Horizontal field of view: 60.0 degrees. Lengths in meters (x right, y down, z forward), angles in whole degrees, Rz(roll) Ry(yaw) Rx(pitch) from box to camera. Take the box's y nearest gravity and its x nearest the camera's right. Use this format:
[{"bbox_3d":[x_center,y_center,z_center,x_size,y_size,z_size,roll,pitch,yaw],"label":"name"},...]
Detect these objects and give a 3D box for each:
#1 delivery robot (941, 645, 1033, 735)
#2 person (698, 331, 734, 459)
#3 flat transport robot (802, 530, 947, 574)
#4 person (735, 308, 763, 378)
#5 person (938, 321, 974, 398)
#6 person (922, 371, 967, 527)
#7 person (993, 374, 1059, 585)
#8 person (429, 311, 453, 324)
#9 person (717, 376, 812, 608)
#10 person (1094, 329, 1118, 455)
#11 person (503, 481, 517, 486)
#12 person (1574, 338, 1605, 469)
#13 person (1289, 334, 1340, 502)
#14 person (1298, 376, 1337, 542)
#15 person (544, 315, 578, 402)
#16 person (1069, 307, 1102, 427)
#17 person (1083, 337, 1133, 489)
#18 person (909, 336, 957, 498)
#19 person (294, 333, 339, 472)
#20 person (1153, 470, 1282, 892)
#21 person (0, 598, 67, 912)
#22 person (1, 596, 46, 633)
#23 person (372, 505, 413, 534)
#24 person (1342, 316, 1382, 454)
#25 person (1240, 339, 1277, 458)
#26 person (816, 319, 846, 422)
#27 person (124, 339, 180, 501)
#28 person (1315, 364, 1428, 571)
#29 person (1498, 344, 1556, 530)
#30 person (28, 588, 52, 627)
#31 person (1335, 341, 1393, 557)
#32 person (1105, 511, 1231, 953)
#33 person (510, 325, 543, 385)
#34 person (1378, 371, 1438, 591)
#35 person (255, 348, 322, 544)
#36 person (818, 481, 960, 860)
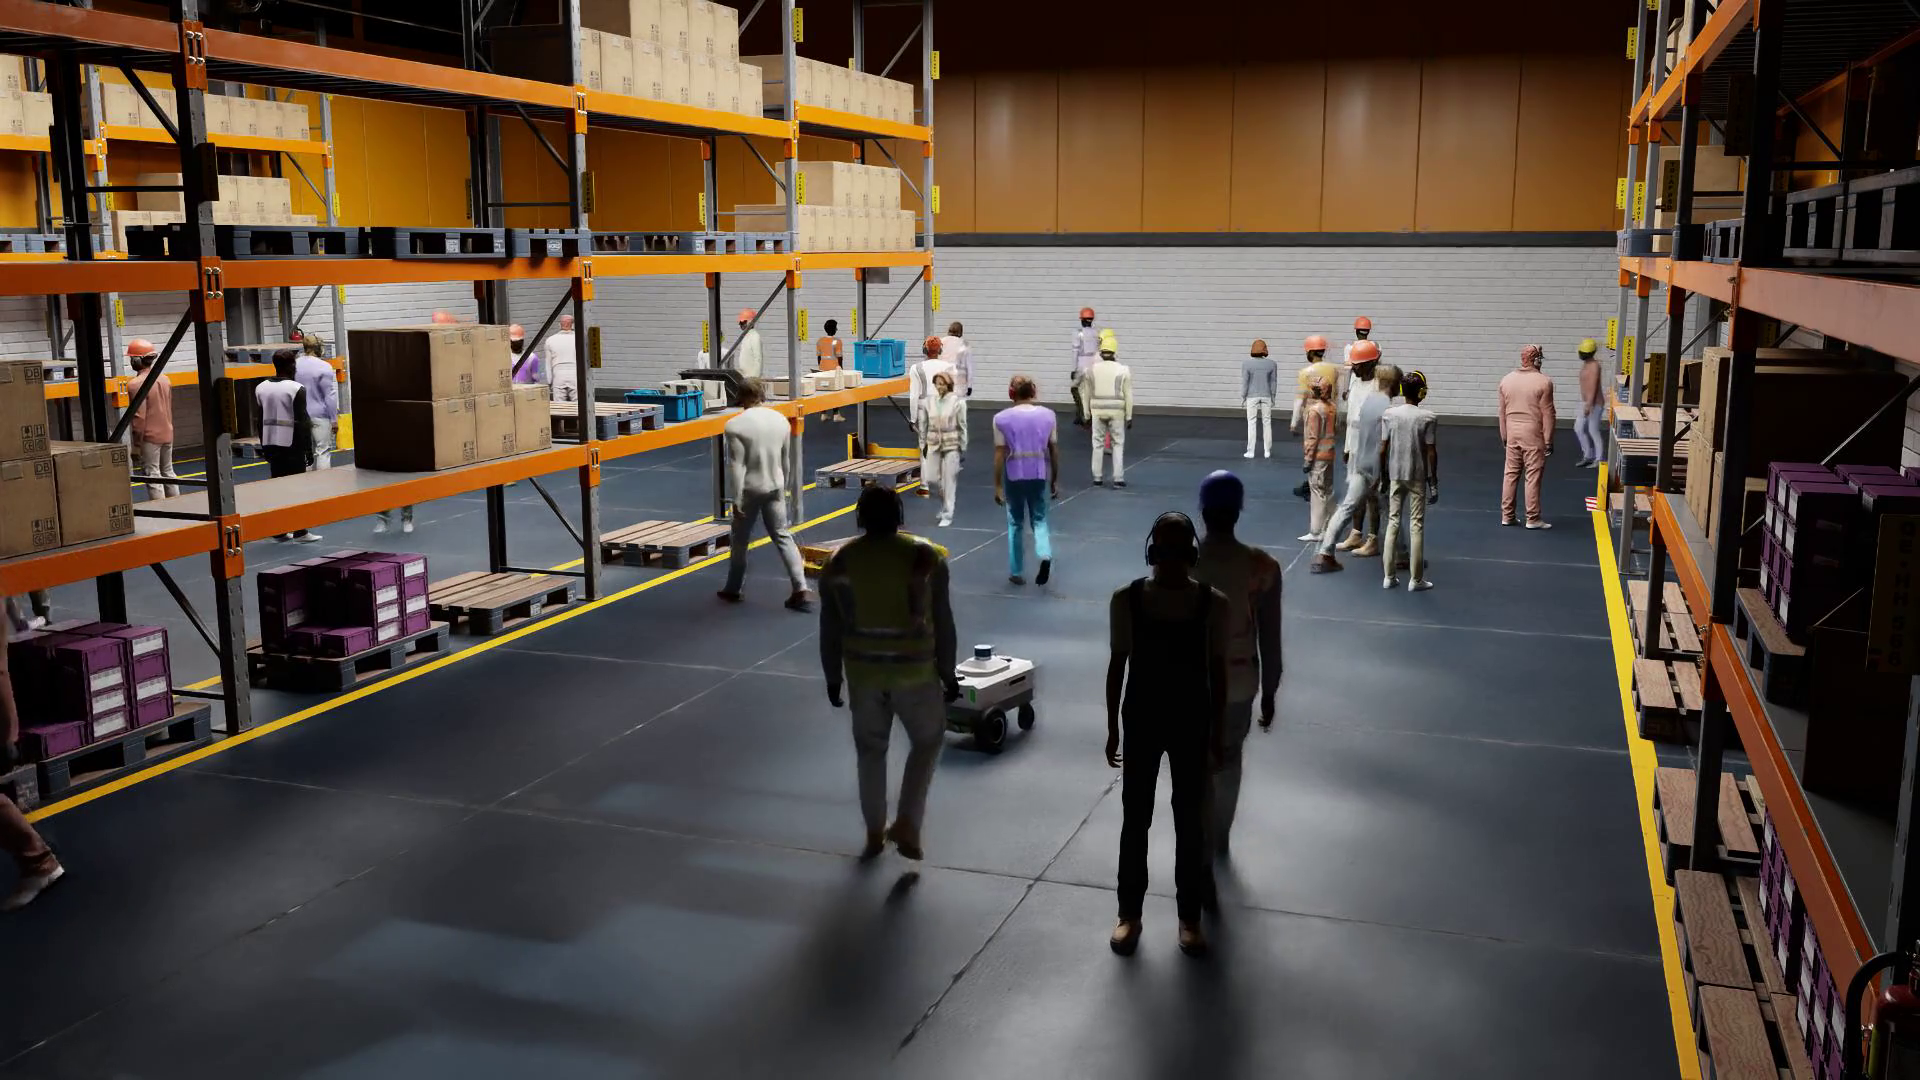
[{"bbox_3d":[0.135,0.865,9.867,0.477,0.478,0.707,7,12,33],"label":"delivery robot"},{"bbox_3d":[-3.313,-2.013,22.747,0.519,1.839,0.875,0,10,1],"label":"person"},{"bbox_3d":[-0.832,0.114,15.158,0.652,0.197,1.431,9,13,40],"label":"flat transport robot"},{"bbox_3d":[-3.109,-2.429,24.626,0.396,1.992,0.622,-4,11,-23],"label":"person"},{"bbox_3d":[-0.103,-2.306,24.486,0.638,1.799,0.730,3,10,16],"label":"person"},{"bbox_3d":[-0.161,-0.951,17.331,0.534,1.625,0.389,4,11,22],"label":"person"},{"bbox_3d":[0.584,-0.496,14.188,0.591,1.830,0.627,-2,10,-13],"label":"person"},{"bbox_3d":[-7.041,-2.134,22.863,0.621,2.027,0.530,9,14,42],"label":"person"},{"bbox_3d":[-1.585,-0.371,13.426,0.654,1.891,0.986,-9,13,-40],"label":"person"},{"bbox_3d":[2.047,-2.065,23.266,0.367,1.761,0.552,-4,11,-20],"label":"person"},{"bbox_3d":[-5.710,-1.599,20.102,0.503,1.965,0.644,8,13,38],"label":"person"},{"bbox_3d":[8.206,-1.767,21.639,0.539,1.717,0.547,0,10,0],"label":"person"},{"bbox_3d":[3.979,-1.385,18.992,0.564,1.906,0.809,-6,12,-32],"label":"person"},{"bbox_3d":[3.553,-0.800,16.449,0.310,1.642,0.514,7,12,34],"label":"person"},{"bbox_3d":[-5.780,-2.359,24.526,0.659,1.897,0.395,-1,10,-7],"label":"person"},{"bbox_3d":[2.018,-2.787,26.843,0.585,1.921,0.473,-4,11,-23],"label":"person"},{"bbox_3d":[1.784,-1.520,19.970,0.600,1.828,0.404,3,11,18],"label":"person"},{"bbox_3d":[-0.311,-1.428,19.303,0.584,1.882,0.347,-3,11,-19],"label":"person"},{"bbox_3d":[-7.316,-1.378,18.871,0.635,1.936,0.353,4,11,23],"label":"person"},{"bbox_3d":[1.173,0.633,7.668,0.595,1.905,0.960,0,10,-1],"label":"person"},{"bbox_3d":[-4.271,0.775,6.996,0.662,1.861,1.005,6,11,29],"label":"person"},{"bbox_3d":[-6.781,-0.071,11.831,0.526,1.827,0.921,1,10,6],"label":"person"},{"bbox_3d":[-5.784,-0.928,16.888,0.492,1.741,0.319,-2,10,-9],"label":"person"},{"bbox_3d":[5.566,-2.130,23.107,0.544,1.939,0.354,-2,10,-11],"label":"person"},{"bbox_3d":[4.109,-1.942,22.906,0.500,1.632,0.286,-1,10,-3],"label":"person"},{"bbox_3d":[-2.147,-2.801,27.560,0.536,1.696,0.322,7,12,35],"label":"person"},{"bbox_3d":[-8.095,-1.010,16.634,0.389,1.996,0.612,1,10,7],"label":"person"},{"bbox_3d":[3.670,-0.624,14.836,1.060,1.885,0.645,-2,10,-12],"label":"person"},{"bbox_3d":[5.873,-1.063,17.182,0.410,1.909,0.643,-7,12,-35],"label":"person"},{"bbox_3d":[-7.100,-0.125,12.237,0.600,1.787,0.607,-1,10,-7],"label":"person"},{"bbox_3d":[3.785,-0.854,15.652,0.392,2.034,0.605,-3,11,-19],"label":"person"},{"bbox_3d":[0.855,0.795,6.894,0.506,1.847,0.345,1,10,7],"label":"person"},{"bbox_3d":[-5.550,-1.750,21.013,0.649,1.921,0.409,-2,10,-13],"label":"person"},{"bbox_3d":[3.811,-0.500,14.118,0.531,1.870,0.316,7,12,36],"label":"person"},{"bbox_3d":[-6.609,-0.917,16.332,0.596,1.915,0.326,4,11,21],"label":"person"},{"bbox_3d":[-0.338,0.631,7.858,0.672,1.828,0.603,1,10,8],"label":"person"}]
